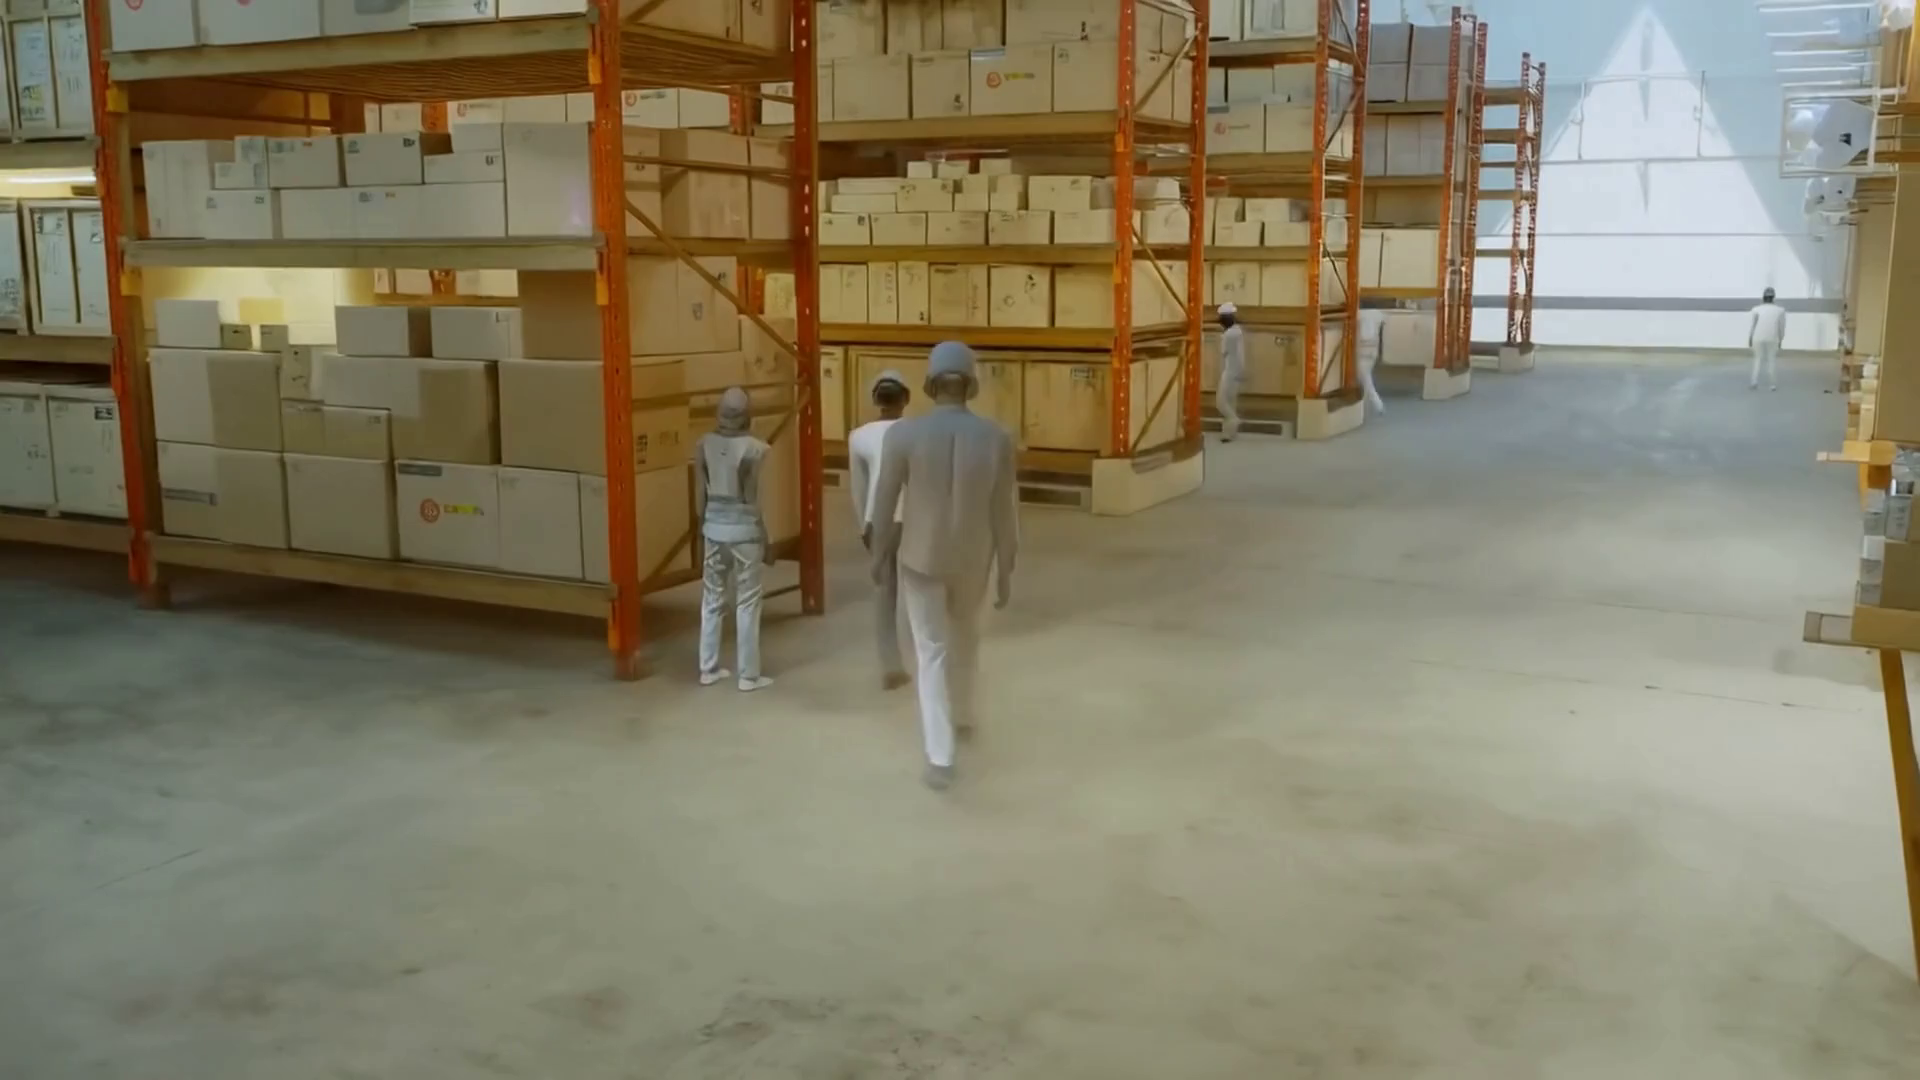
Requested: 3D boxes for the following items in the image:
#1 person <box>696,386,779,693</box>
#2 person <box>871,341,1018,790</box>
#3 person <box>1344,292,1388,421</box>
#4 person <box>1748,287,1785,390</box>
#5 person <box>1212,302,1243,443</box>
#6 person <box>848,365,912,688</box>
[{"bbox_3d":[-1.191,-0.002,8.890,0.516,1.630,0.310,5,11,28],"label":"person"},{"bbox_3d":[-0.077,0.080,7.516,0.629,1.935,1.043,-1,10,-9],"label":"person"},{"bbox_3d":[5.686,-2.564,23.264,0.643,1.797,0.900,-8,13,-40],"label":"person"},{"bbox_3d":[13.786,-3.443,28.445,0.564,1.748,0.339,5,11,27],"label":"person"},{"bbox_3d":[3.272,-2.037,20.350,0.486,1.723,0.512,1,10,6],"label":"person"},{"bbox_3d":[-0.312,-0.083,9.076,0.586,1.711,0.729,2,10,10],"label":"person"}]
